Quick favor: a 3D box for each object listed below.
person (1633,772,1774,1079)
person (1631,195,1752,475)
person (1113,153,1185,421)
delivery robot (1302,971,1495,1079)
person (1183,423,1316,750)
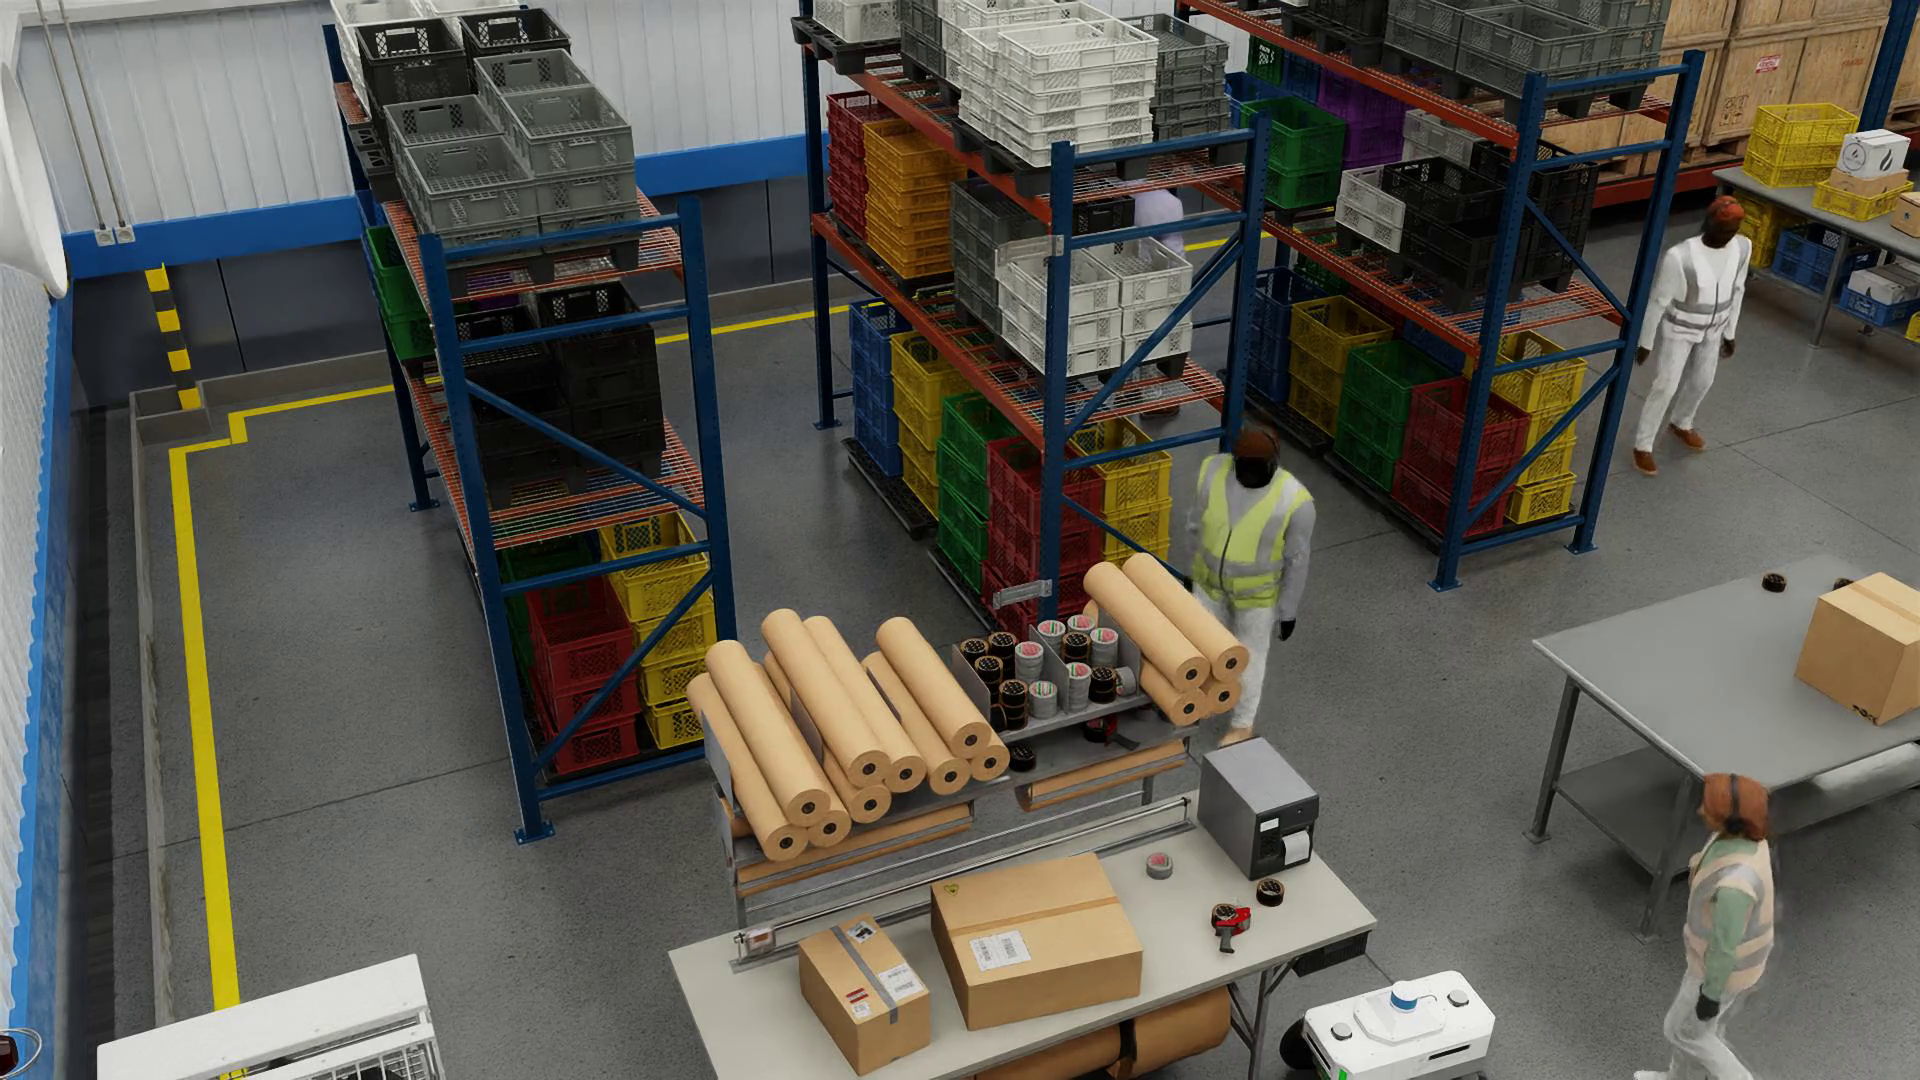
[{"bbox_3d":[2.860,1.549,6.152,0.532,1.612,0.546,14,34,22],"label":"person"},{"bbox_3d":[4.660,-1.347,10.618,0.760,1.871,0.524,-7,32,-11],"label":"person"},{"bbox_3d":[1.273,-1.753,11.213,0.372,1.940,0.627,-21,37,-30],"label":"person"},{"bbox_3d":[1.702,1.921,6.470,0.707,0.478,0.477,-10,33,-16],"label":"delivery robot"},{"bbox_3d":[1.384,0.223,8.129,0.653,1.826,0.495,20,37,29],"label":"person"}]
